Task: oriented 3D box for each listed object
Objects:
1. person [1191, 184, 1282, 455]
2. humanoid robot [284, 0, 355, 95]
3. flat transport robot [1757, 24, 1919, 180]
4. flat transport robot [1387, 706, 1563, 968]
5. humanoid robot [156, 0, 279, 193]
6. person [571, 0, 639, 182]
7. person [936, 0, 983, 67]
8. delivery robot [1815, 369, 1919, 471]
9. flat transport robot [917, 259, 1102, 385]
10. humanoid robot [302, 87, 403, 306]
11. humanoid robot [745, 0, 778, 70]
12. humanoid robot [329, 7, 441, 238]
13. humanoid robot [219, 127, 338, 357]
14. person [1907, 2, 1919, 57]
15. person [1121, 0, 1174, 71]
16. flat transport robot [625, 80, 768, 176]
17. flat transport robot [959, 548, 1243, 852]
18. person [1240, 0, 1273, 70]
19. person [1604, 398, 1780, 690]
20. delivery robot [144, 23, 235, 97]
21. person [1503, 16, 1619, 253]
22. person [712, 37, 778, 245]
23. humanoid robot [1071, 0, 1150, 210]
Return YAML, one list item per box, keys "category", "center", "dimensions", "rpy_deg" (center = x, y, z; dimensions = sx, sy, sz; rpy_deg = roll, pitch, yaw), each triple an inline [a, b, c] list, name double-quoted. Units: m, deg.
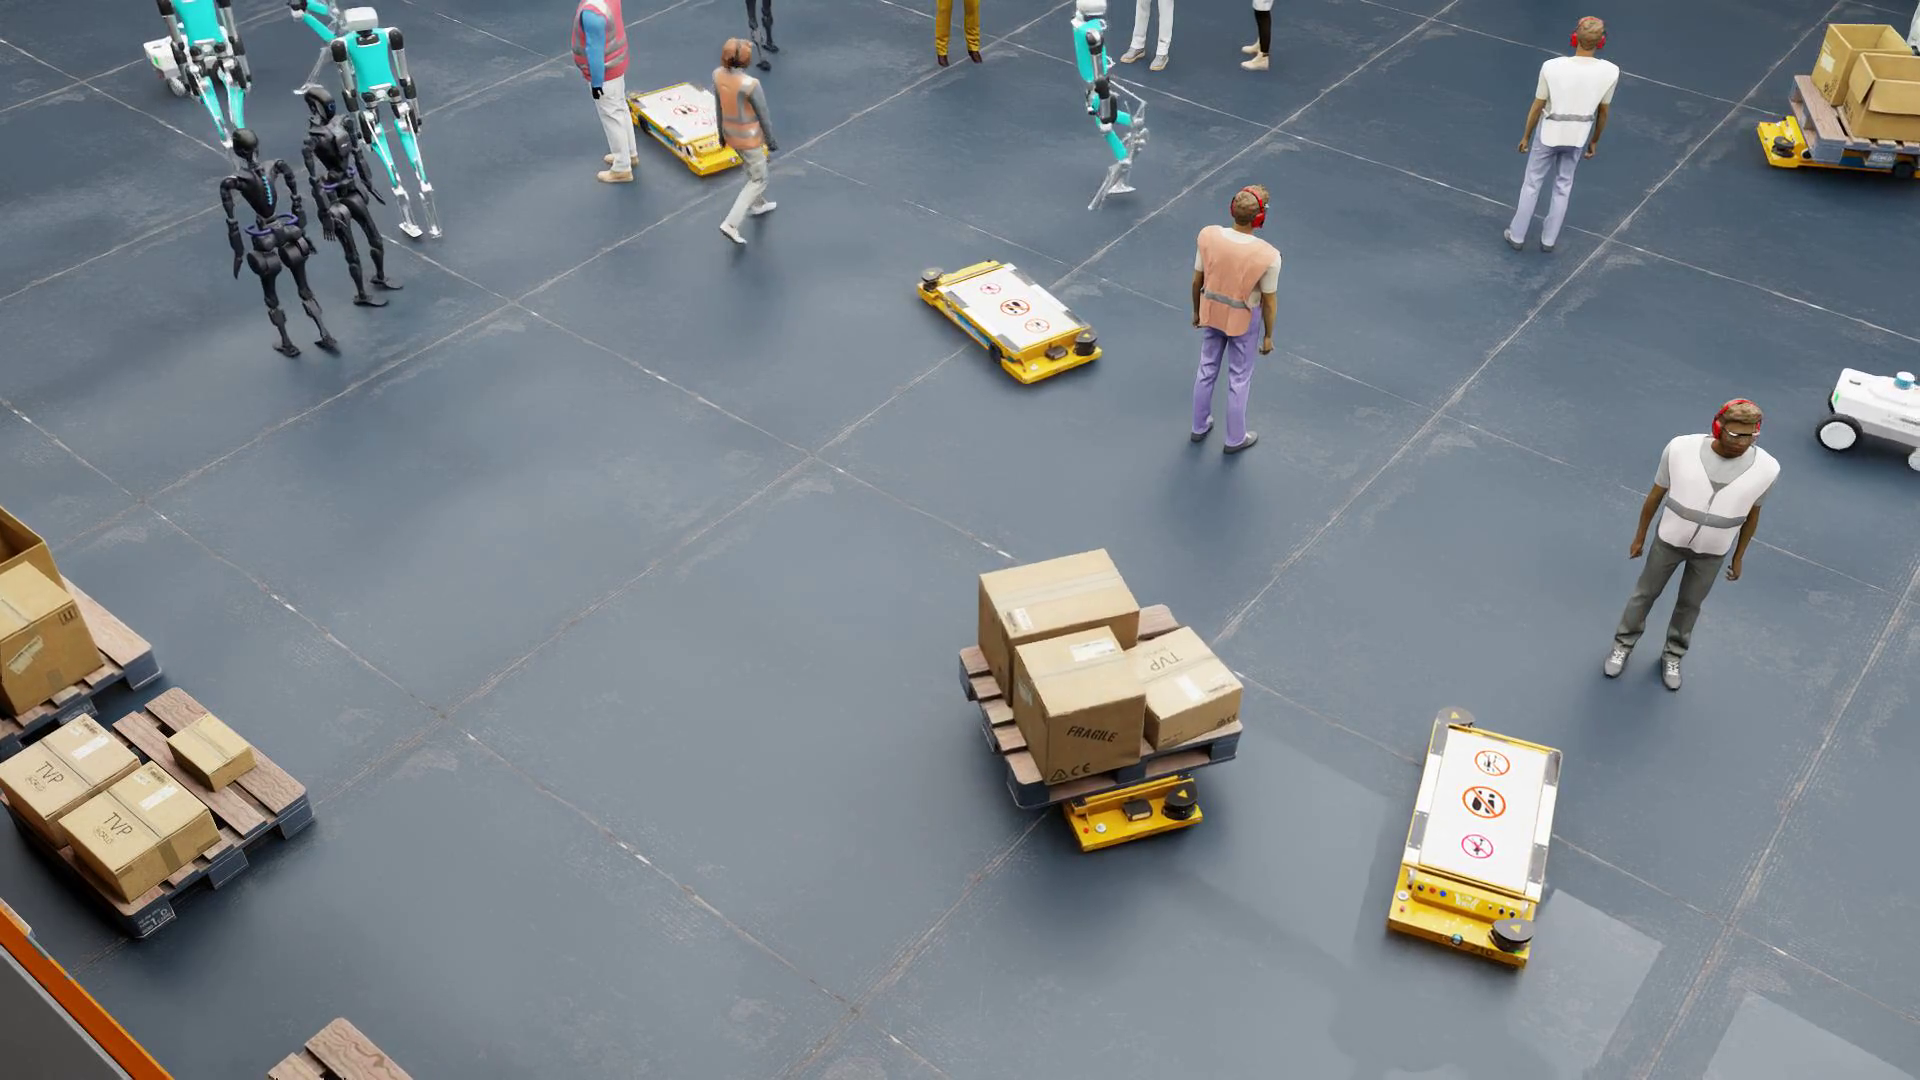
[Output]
- category: "person"
  center: [1.701, -1.362, 10.463]
  dimensions: [0.566, 1.844, 0.375]
  rpy_deg: [25, 46, 27]
- category: "humanoid robot"
  center: [-5.659, -4.843, 14.651]
  dimensions: [0.877, 1.777, 0.540]
  rpy_deg: [-19, 44, -21]
- category: "flat transport robot"
  center: [7.522, -3.304, 13.964]
  dimensions: [1.431, 0.231, 0.659]
  rpy_deg: [7, 41, 8]
- category: "flat transport robot"
  center: [2.613, 1.452, 8.370]
  dimensions: [0.659, 0.231, 1.431]
  rpy_deg: [14, 42, 16]
- category: "humanoid robot"
  center: [-5.844, -3.528, 13.108]
  dimensions: [0.575, 1.786, 0.870]
  rpy_deg: [-11, 42, -13]
- category: "person"
  center: [-2.861, -3.769, 13.311]
  dimensions: [0.431, 1.836, 0.628]
  rpy_deg: [1, 40, 1]
- category: "person"
  center: [0.002, -5.143, 14.991]
  dimensions: [0.528, 1.750, 0.342]
  rpy_deg: [-10, 41, -11]
- category: "delivery robot"
  center: [6.039, -0.829, 10.823]
  dimensions: [0.773, 0.582, 0.499]
  rpy_deg: [22, 45, 24]
- category: "flat transport robot"
  center: [0.340, -1.618, 11.981]
  dimensions: [0.659, 0.231, 1.431]
  rpy_deg: [-22, 45, -24]
- category: "humanoid robot"
  center: [-4.388, -2.442, 11.854]
  dimensions: [0.329, 1.651, 0.588]
  rpy_deg: [13, 42, 15]
- category: "humanoid robot"
  center: [-1.854, -5.133, 15.056]
  dimensions: [0.625, 1.636, 0.600]
  rpy_deg: [-24, 46, -26]
- category: "humanoid robot"
  center: [-4.263, -3.056, 12.542]
  dimensions: [0.532, 1.769, 0.764]
  rpy_deg: [-21, 45, -23]
- category: "humanoid robot"
  center: [-4.670, -2.003, 11.366]
  dimensions: [0.442, 1.651, 0.592]
  rpy_deg: [28, 48, 29]
- category: "person"
  center: [8.140, -4.202, 13.894]
  dimensions: [0.319, 1.728, 0.487]
  rpy_deg: [-10, 41, -11]
- category: "person"
  center: [1.760, -5.169, 14.911]
  dimensions: [0.572, 1.887, 0.356]
  rpy_deg: [24, 46, 26]
- category: "flat transport robot"
  center: [-2.293, -3.557, 14.262]
  dimensions: [0.659, 0.231, 1.431]
  rpy_deg: [-25, 46, -26]
- category: "flat transport robot"
  center: [0.709, 1.012, 8.888]
  dimensions: [0.659, 0.231, 1.431]
  rpy_deg: [-12, 42, -14]
- category: "person"
  center: [2.723, -5.114, 15.004]
  dimensions: [0.322, 1.684, 0.543]
  rpy_deg: [7, 41, 8]
- category: "person"
  center: [3.887, 0.008, 8.847]
  dimensions: [0.569, 1.849, 0.381]
  rpy_deg: [12, 42, 14]
- category: "delivery robot"
  center: [-6.894, -4.362, 14.982]
  dimensions: [0.752, 0.585, 0.523]
  rpy_deg: [-24, 46, -25]
- category: "person"
  center: [4.480, -2.981, 12.381]
  dimensions: [0.575, 1.830, 0.414]
  rpy_deg: [2, 40, 2]
- category: "person"
  center: [-1.656, -3.061, 12.645]
  dimensions: [0.713, 1.601, 0.506]
  rpy_deg: [-32, 50, -32]
- category: "humanoid robot"
  center: [1.247, -3.388, 12.947]
  dimensions: [0.817, 1.789, 0.531]
  rpy_deg: [-8, 41, -9]
